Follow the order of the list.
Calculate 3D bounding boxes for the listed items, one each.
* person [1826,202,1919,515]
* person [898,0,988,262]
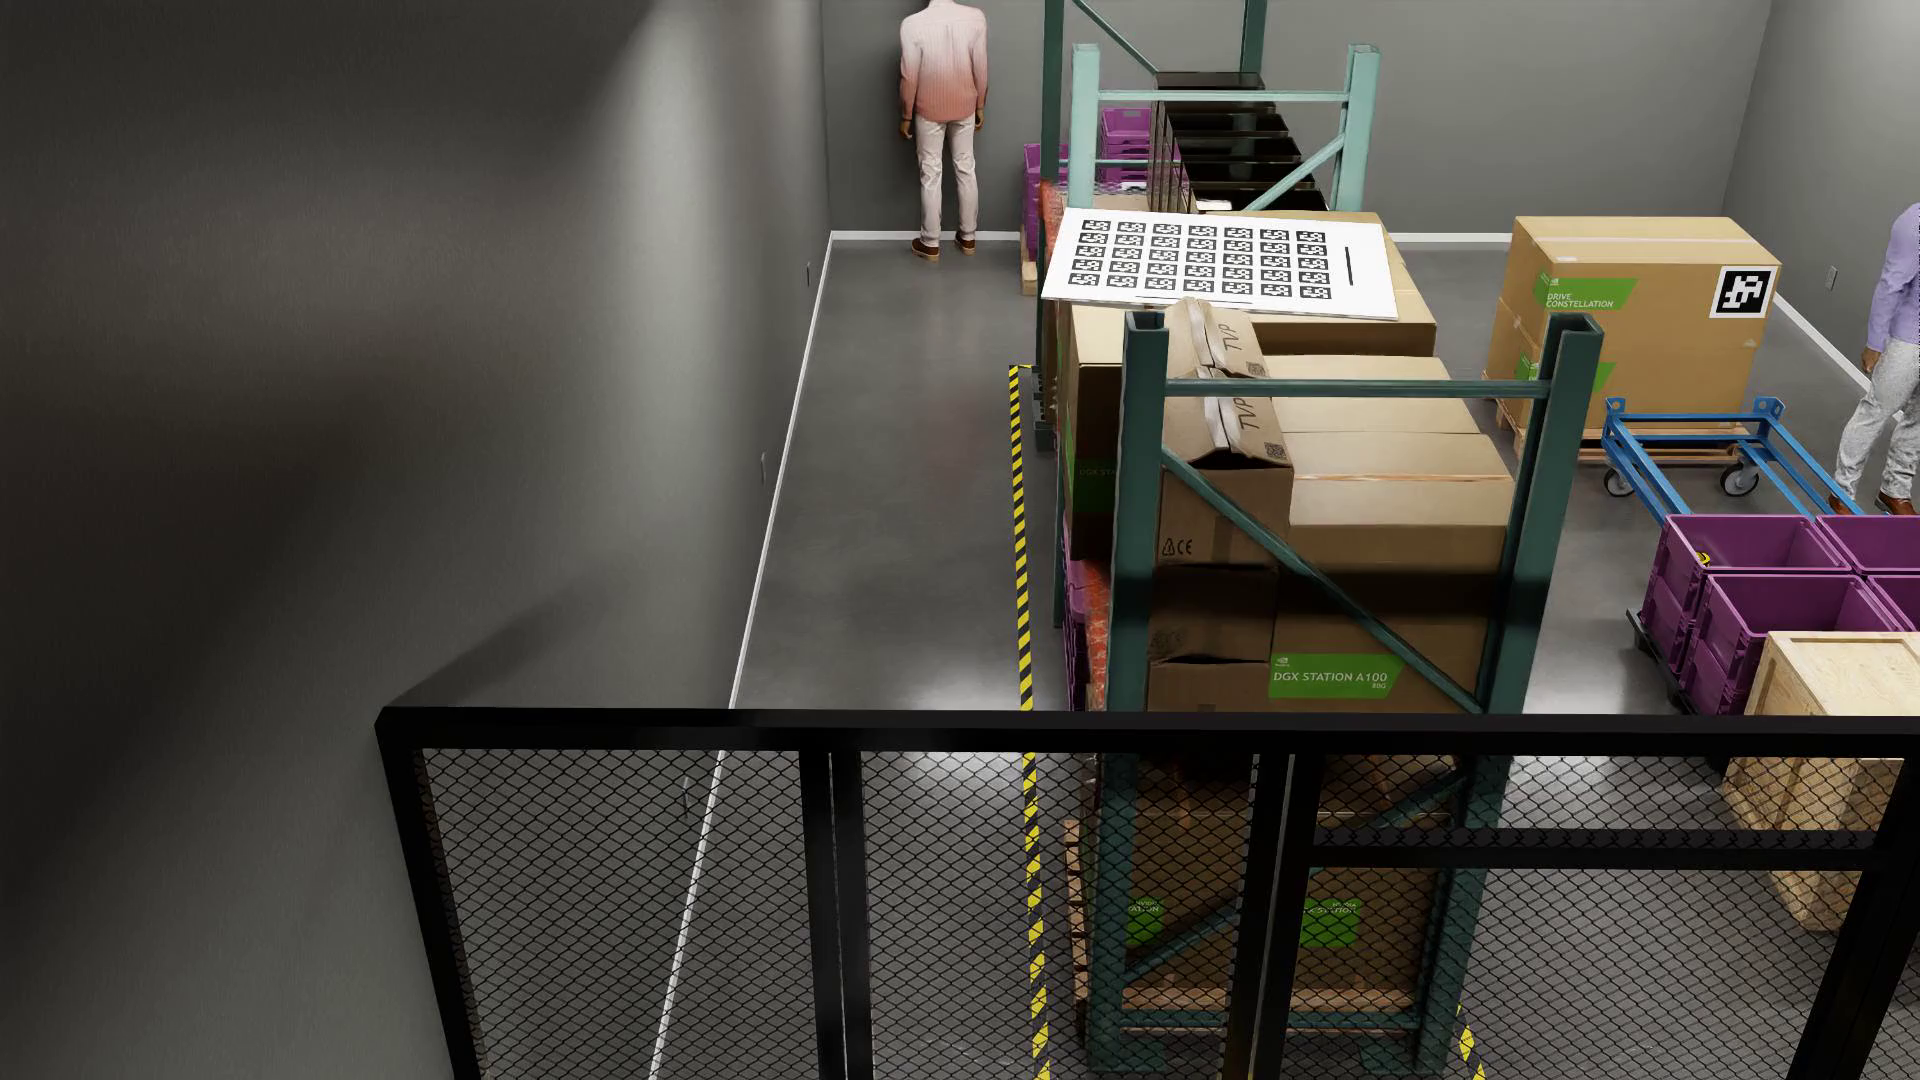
[{"bbox_3d":[4.536,-0.937,7.771,0.633,1.938,0.356,-1,31,-1],"label":"person"},{"bbox_3d":[-0.114,-2.813,10.833,0.611,1.996,0.378,-12,33,-19],"label":"person"}]
